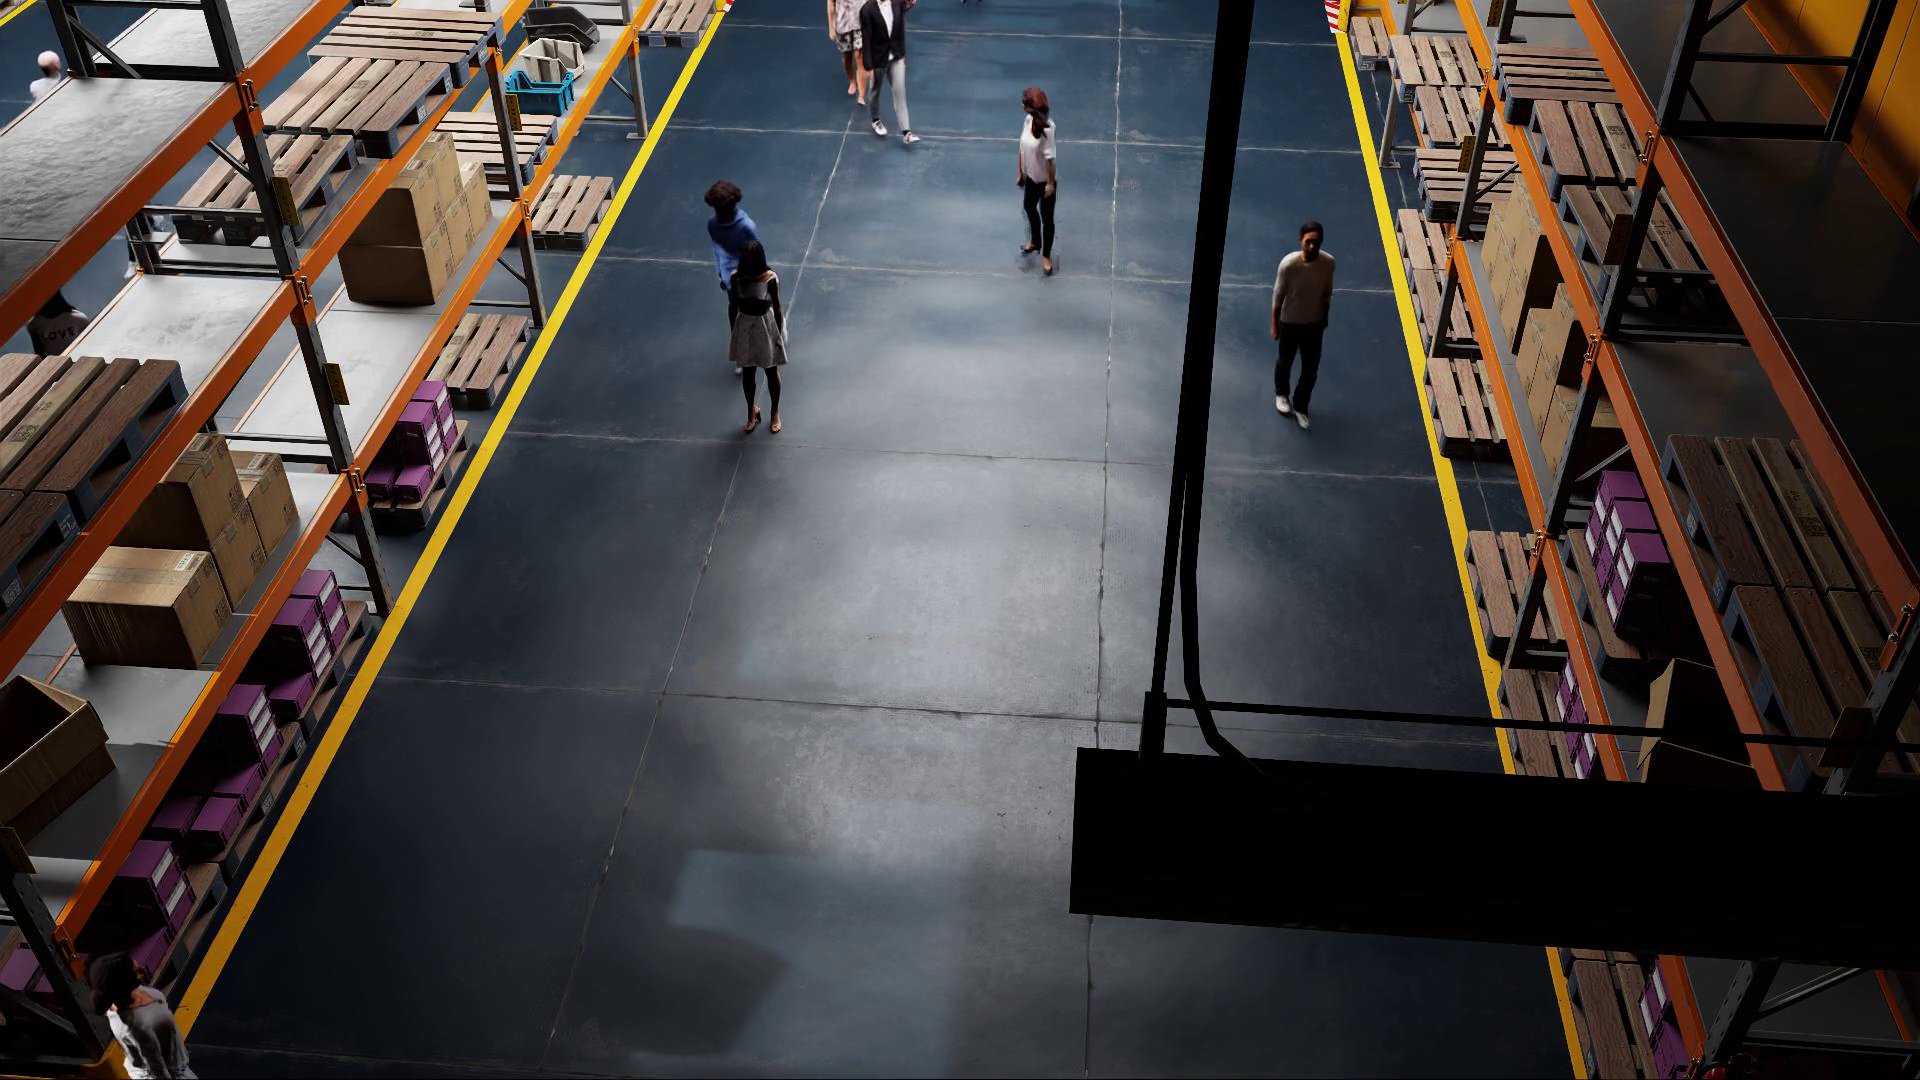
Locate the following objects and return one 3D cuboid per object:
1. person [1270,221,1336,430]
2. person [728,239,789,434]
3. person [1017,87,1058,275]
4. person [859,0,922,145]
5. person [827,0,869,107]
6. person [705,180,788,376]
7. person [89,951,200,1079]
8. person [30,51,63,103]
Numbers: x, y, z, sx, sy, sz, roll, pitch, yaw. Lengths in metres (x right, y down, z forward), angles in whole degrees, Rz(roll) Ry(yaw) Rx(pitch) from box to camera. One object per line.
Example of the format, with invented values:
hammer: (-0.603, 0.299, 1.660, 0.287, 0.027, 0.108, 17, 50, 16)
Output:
person: (2.774, -1.853, 13.711, 0.753, 1.790, 0.855, -4, 39, -5)
person: (-1.637, -1.640, 13.458, 0.630, 1.773, 0.610, 3, 39, 4)
person: (0.806, -3.354, 15.605, 0.725, 1.773, 0.827, 28, 46, 31)
person: (-0.869, -5.240, 17.851, 1.115, 1.916, 1.255, -19, 42, -22)
person: (-1.218, -5.849, 18.722, 0.688, 1.780, 1.057, 1, 39, 2)
person: (-1.811, -2.290, 14.263, 0.927, 1.785, 1.035, 17, 42, 20)
person: (-3.977, 2.634, 8.120, 0.992, 1.756, 0.937, -26, 46, -29)
person: (-8.671, -3.780, 16.117, 0.686, 1.799, 0.979, 3, 39, 4)
